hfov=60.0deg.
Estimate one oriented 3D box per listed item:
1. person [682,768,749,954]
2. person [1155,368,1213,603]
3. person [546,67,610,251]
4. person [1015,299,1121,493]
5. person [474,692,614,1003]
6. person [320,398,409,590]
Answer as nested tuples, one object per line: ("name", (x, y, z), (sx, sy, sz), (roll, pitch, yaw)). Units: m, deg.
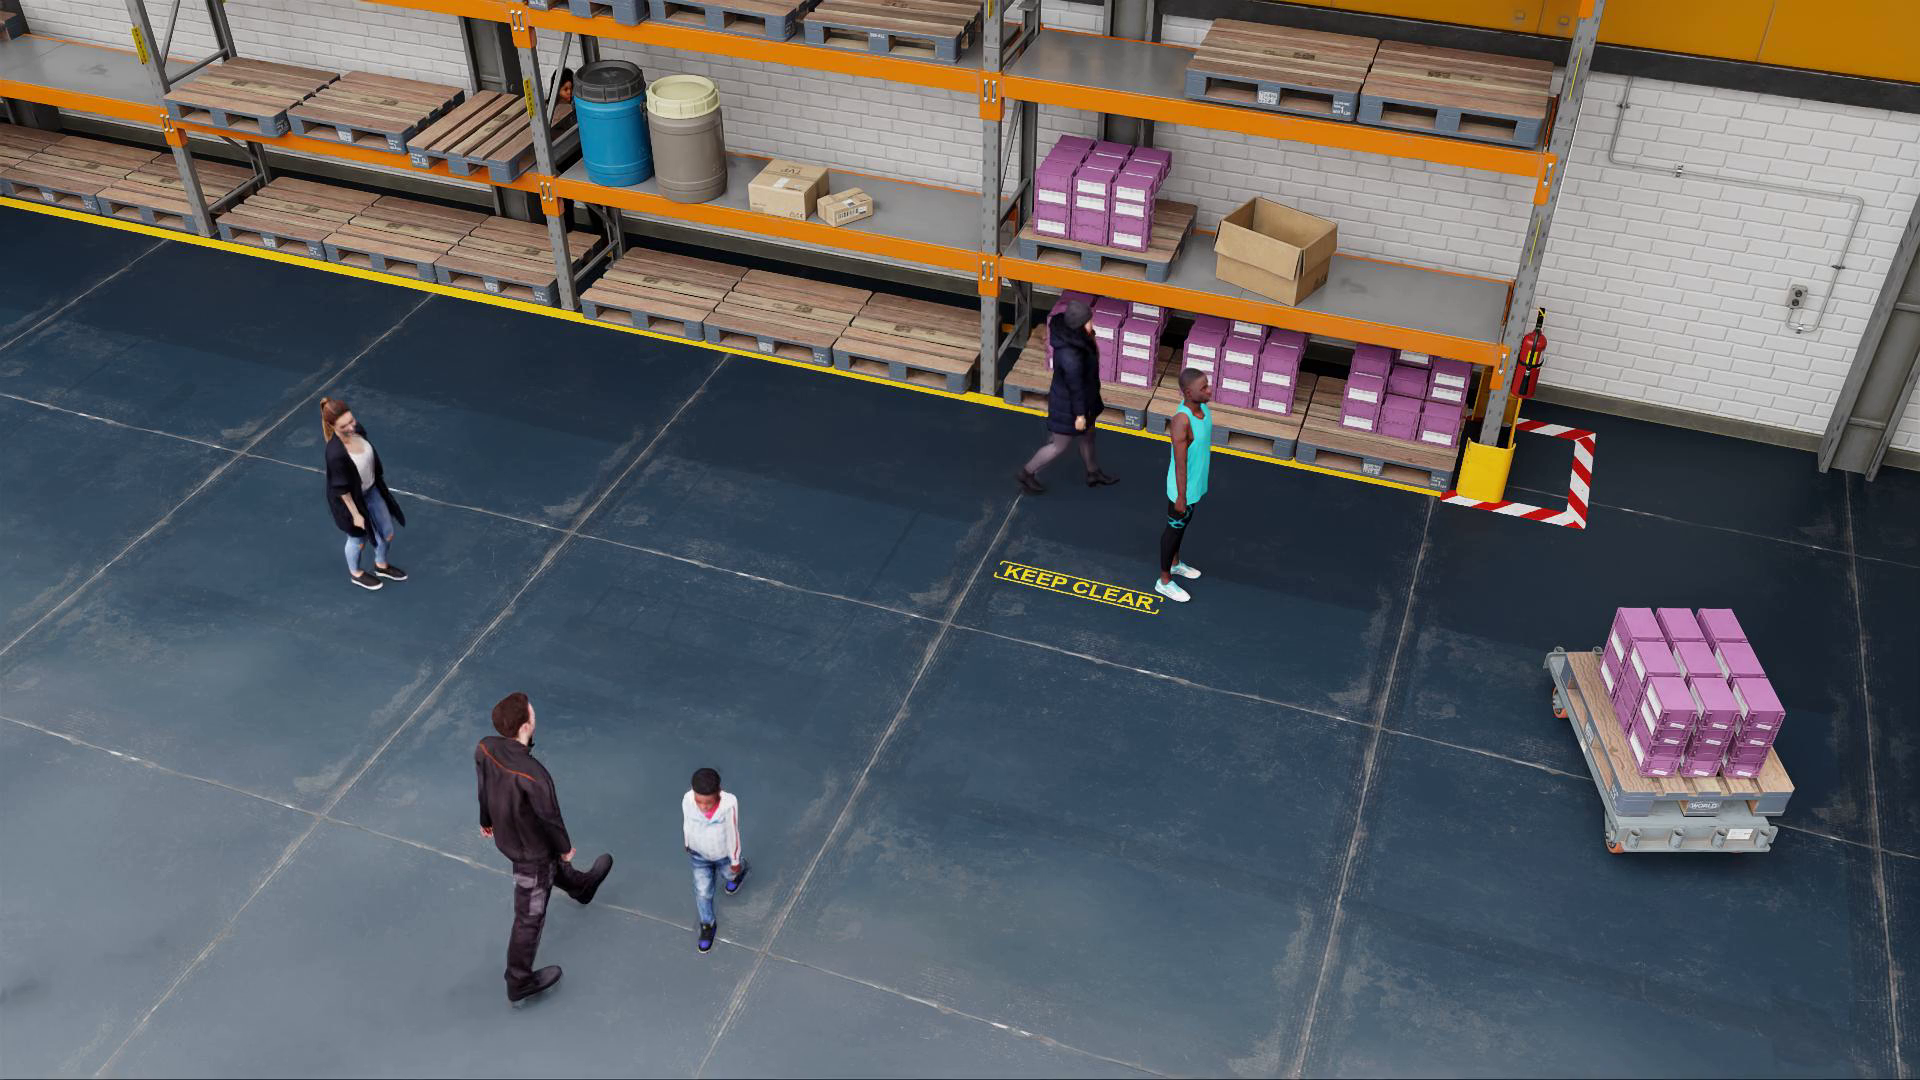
("person", (-1.348, 1.661, 9.309), (0.846, 1.240, 0.681), (6, 39, 8))
("person", (1.541, -0.403, 11.436), (0.502, 1.811, 0.600), (14, 41, 17))
("person", (-3.546, -3.489, 15.296), (0.769, 1.814, 0.832), (-16, 41, -19))
("person", (0.762, -1.021, 12.343), (1.129, 1.645, 0.872), (2, 39, 3))
("person", (-2.358, 1.659, 8.820), (1.235, 1.852, 1.033), (28, 47, 31))
("person", (-4.205, -0.306, 11.443), (0.718, 1.651, 0.654), (4, 39, 5))
